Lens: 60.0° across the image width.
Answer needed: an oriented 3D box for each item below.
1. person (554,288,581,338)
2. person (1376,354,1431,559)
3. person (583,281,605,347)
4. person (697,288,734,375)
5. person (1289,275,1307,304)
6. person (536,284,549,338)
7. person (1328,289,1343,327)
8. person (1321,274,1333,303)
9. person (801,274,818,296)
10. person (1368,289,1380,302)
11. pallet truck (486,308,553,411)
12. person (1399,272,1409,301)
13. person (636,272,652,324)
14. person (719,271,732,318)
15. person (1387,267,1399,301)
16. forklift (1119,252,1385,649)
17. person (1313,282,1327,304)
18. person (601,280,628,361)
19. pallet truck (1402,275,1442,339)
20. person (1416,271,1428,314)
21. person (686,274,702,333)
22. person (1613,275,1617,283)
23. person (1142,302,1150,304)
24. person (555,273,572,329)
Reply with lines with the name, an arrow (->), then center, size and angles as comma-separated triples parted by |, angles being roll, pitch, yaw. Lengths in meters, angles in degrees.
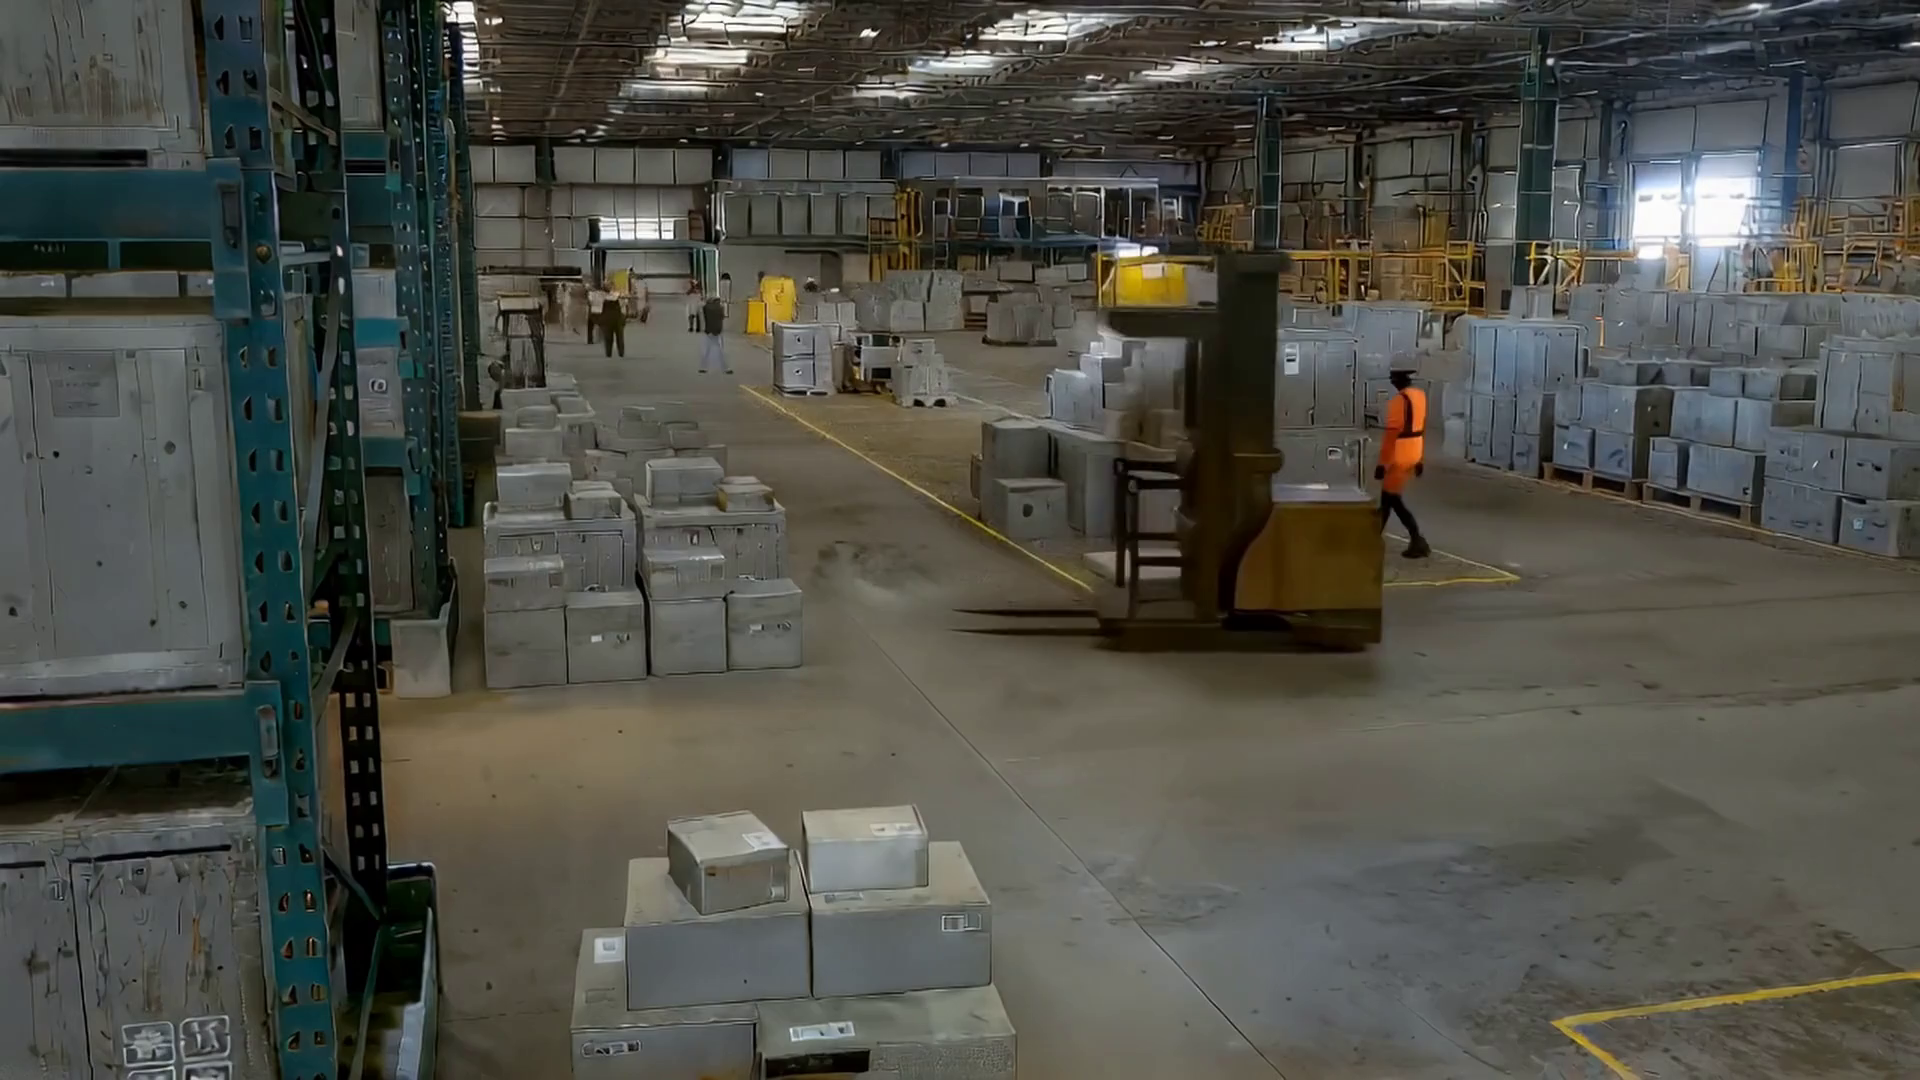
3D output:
person -> -12.389, -7.176, 52.505 | 0.826, 1.575, 0.523 | -1, 10, -3
person -> 4.046, -0.771, 15.392 | 0.793, 1.879, 0.585 | 7, 12, 36
person -> -10.497, -6.489, 47.753 | 0.597, 1.884, 0.895 | -8, 13, -39
person -> -5.532, -4.650, 37.195 | 1.052, 1.946, 0.618 | 9, 13, 41
person -> 12.620, -8.934, 61.782 | 0.845, 1.808, 0.646 | -9, 14, -42
person -> -13.160, -7.224, 52.463 | 0.319, 1.690, 0.535 | 3, 11, 19
person -> 8.805, -4.905, 38.804 | 0.348, 1.877, 0.576 | -8, 13, -37
person -> 12.656, -8.240, 57.528 | 0.640, 1.923, 0.424 | -8, 13, -38
person -> -5.272, -8.337, 58.131 | 0.619, 1.904, 0.538 | -6, 12, -30
person -> 9.243, -4.687, 37.456 | 0.407, 1.918, 0.584 | 3, 11, 19
pallet truck -> -6.242, -2.418, 24.362 | 0.823, 1.965, 1.885 | 1, 10, 3
person -> 20.271, -11.355, 75.760 | 0.875, 1.700, 0.501 | -8, 13, -40
person -> -11.696, -8.968, 61.625 | 0.623, 1.932, 0.586 | 7, 12, 36
person -> -9.464, -9.886, 67.011 | 0.531, 1.870, 0.316 | -4, 11, -23
person -> 20.288, -11.791, 77.689 | 0.898, 1.917, 0.615 | 6, 11, 29
forklift -> 2.068, -0.684, 12.049 | 1.873, 2.768, 1.129 | 0, 10, 0
person -> 11.948, -7.719, 55.266 | 0.532, 1.689, 0.321 | 8, 13, 39
person -> -8.714, -5.526, 41.843 | 0.684, 2.000, 0.535 | 2, 10, 8
pallet truck -> 14.620, -7.324, 52.145 | 0.823, 1.965, 1.885 | 8, 13, 40
person -> 19.591, -10.502, 70.640 | 0.617, 1.821, 0.458 | 0, 10, 2
person -> -8.889, -7.890, 55.506 | 0.550, 1.942, 0.346 | 3, 10, 17
person -> 22.314, -8.035, 56.431 | 0.631, 1.914, 0.563 | -6, 12, -30
person -> 4.087, -4.558, 37.522 | 0.536, 1.617, 0.518 | -1, 10, -3
person -> -13.790, -8.299, 57.837 | 0.551, 1.934, 0.373 | -3, 11, -18
